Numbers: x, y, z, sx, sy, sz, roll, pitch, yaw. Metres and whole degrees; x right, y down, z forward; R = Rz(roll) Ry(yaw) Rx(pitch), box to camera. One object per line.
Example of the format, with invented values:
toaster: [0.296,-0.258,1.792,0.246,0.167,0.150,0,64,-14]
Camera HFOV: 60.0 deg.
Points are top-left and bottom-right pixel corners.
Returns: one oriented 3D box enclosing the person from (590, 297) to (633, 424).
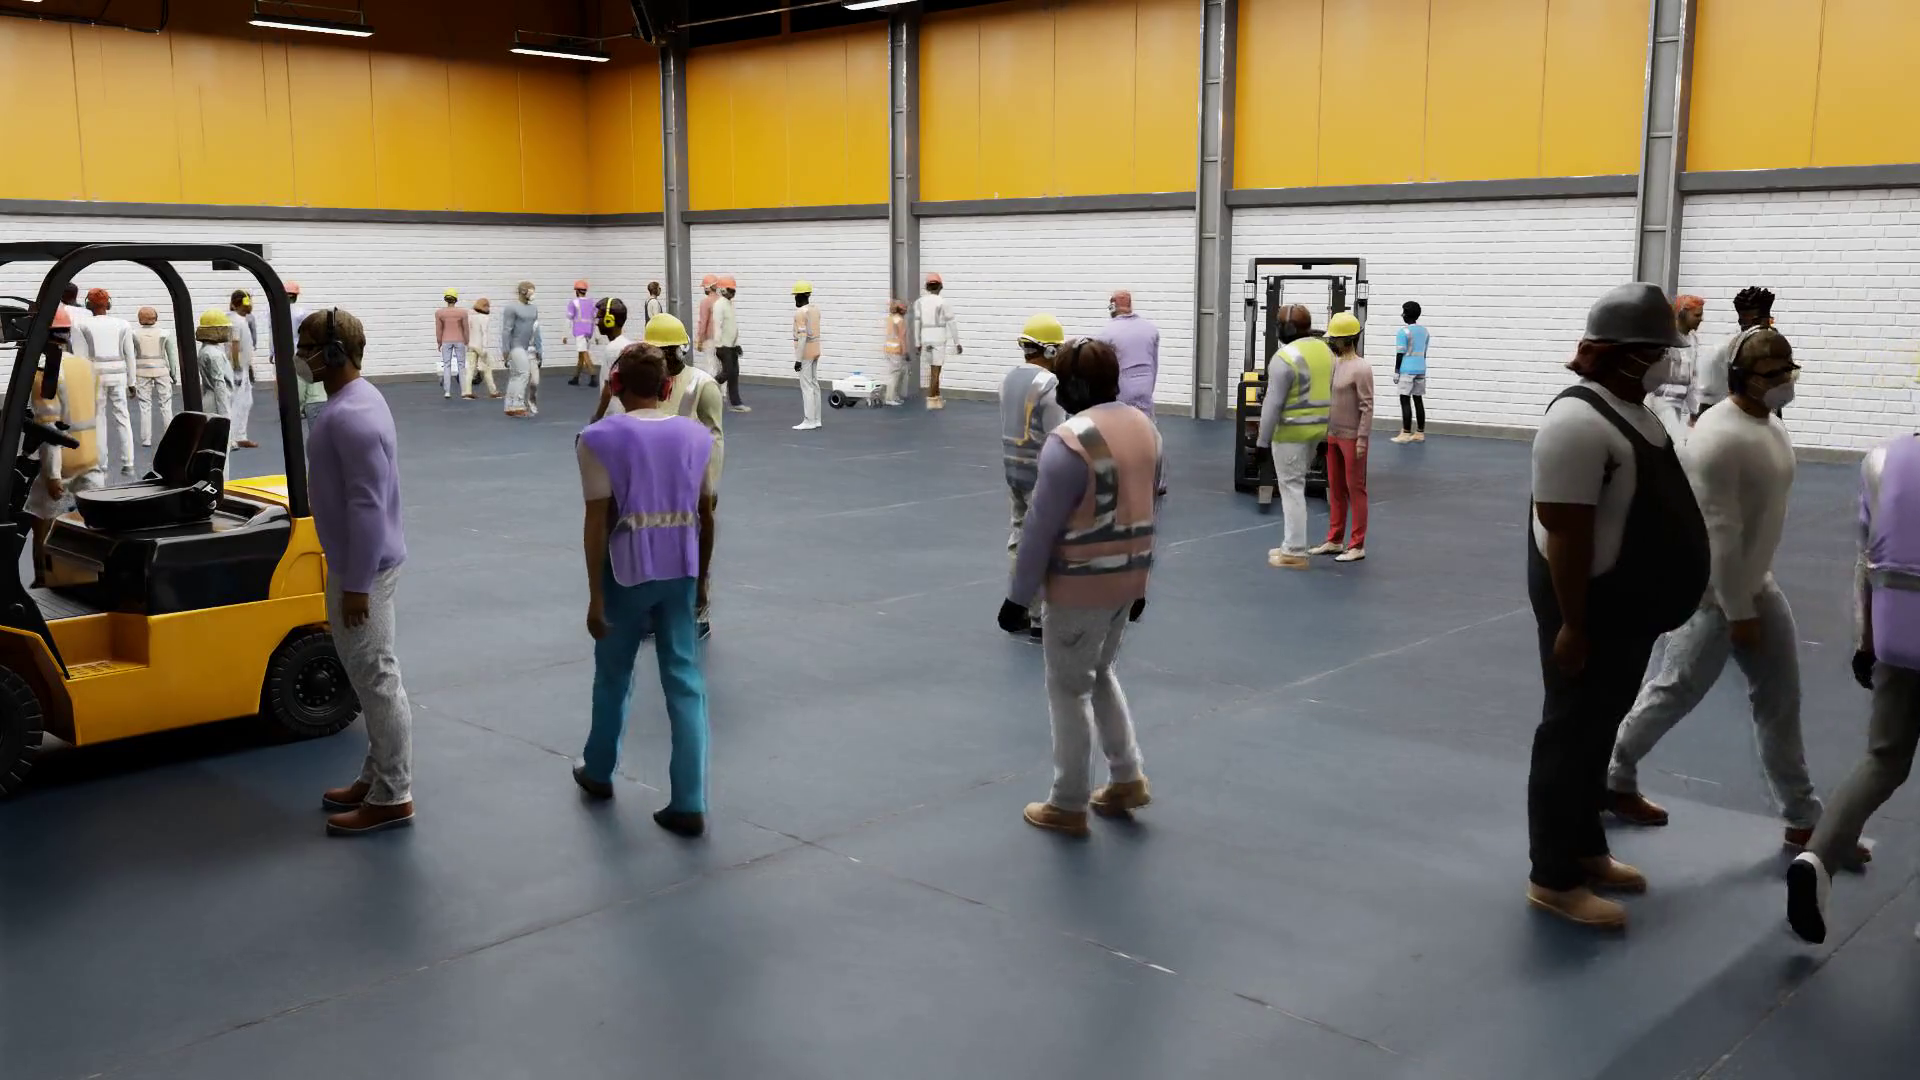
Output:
person: [-2.578,-0.851,12.307,0.384,1.859,0.527,0,9,1]

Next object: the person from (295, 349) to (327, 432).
person: [-5.892,-1.252,15.433,0.498,1.633,0.279,-3,10,-19]

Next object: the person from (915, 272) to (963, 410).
person: [-0.290,-2.916,24.500,0.665,2.015,0.764,7,12,36]

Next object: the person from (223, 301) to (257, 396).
person: [-11.773,-3.169,27.210,0.509,1.633,0.334,-4,10,-25]

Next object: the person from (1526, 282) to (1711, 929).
person: [2.104,0.192,5.334,0.536,2.000,0.688,7,11,35]

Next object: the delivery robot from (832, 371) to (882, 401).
delivery robot: [-1.528,-2.270,24.689,0.707,0.478,0.477,4,10,22]

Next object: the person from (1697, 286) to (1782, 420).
person: [4.817,-0.574,10.259,0.607,1.966,0.373,-2,9,-11]

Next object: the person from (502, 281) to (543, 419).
person: [-6.077,-2.637,23.105,0.624,1.901,0.665,3,10,15]

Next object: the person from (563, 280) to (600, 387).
person: [-6.661,-3.644,29.363,0.997,1.892,0.582,8,12,42]

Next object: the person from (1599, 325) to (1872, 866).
person: [2.726,0.179,5.926,0.650,1.888,0.985,-9,13,-43]

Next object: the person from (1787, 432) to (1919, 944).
person: [2.882,0.319,4.977,0.758,1.907,0.595,-4,10,-25]

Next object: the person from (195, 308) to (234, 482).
person: [-6.188,-1.059,13.915,0.295,1.744,0.488,-6,11,-35]

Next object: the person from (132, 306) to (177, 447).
person: [-9.420,-1.901,19.403,0.523,1.636,0.311,-4,10,-23]

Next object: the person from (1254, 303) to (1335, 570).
person: [2.269,-0.713,11.507,0.537,1.833,0.655,9,13,43]

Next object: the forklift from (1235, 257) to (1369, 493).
forklift: [3.309,-1.629,16.029,1.214,2.155,2.313,2,9,11]

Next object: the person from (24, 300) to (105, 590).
person: [-5.273,-0.487,9.951,0.954,1.904,0.558,1,9,8]

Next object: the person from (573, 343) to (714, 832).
person: [-1.202,0.159,6.305,0.597,1.783,0.956,-7,11,-36]

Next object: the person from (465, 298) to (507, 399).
person: [-7.622,-3.045,26.519,0.543,1.615,0.576,9,13,43]

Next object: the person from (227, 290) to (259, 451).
person: [-8.277,-1.944,19.100,0.347,1.835,0.674,-2,10,-14]

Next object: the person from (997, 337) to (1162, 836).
person: [0.464,0.181,6.053,0.447,1.830,0.648,7,11,35]

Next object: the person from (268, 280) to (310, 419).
person: [-9.162,-2.592,22.764,0.589,1.922,0.619,-2,9,-11]

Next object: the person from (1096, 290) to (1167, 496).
person: [1.526,-1.289,14.905,0.765,1.885,0.514,-4,10,-25]

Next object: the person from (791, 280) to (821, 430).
person: [-2.002,-2.383,21.472,0.383,1.924,0.594,3,10,17]

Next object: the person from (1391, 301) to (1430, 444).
person: [5.369,-1.994,19.806,0.534,1.691,0.320,-7,11,-36]

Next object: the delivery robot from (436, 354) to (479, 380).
delivery robot: [-8.933,-3.062,29.541,0.707,0.478,0.477,2,9,12]

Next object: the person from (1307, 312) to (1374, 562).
person: [2.726,-0.728,11.826,0.329,1.765,0.526,-3,10,-20]

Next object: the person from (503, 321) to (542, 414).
person: [-6.111,-2.521,23.244,0.545,1.630,0.456,-3,10,-19]

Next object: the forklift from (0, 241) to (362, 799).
forklift: [-3.706,-0.171,7.093,1.214,2.155,2.313,9,13,43]

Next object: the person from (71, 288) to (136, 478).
person: [-8.516,-1.562,16.568,0.345,1.882,0.584,9,13,44]

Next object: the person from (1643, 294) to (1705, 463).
person: [5.913,-1.100,13.806,0.574,1.865,0.465,-9,13,-43]

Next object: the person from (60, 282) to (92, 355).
person: [-11.010,-2.233,20.598,0.592,1.904,0.632,1,9,6]

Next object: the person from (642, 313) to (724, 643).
person: [-1.599,-0.335,9.211,0.600,1.827,0.404,4,10,25]

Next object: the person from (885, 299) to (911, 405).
person: [-0.932,-2.839,25.237,0.505,1.616,0.532,-3,10,-18]

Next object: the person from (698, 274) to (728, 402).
person: [-3.836,-3.119,25.803,0.406,1.987,0.617,5,11,30]

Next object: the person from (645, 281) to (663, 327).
person: [-5.451,-3.695,29.763,0.337,1.846,0.514,-5,10,-27]

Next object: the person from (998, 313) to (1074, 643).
person: [0.445,-0.344,9.286,0.403,1.827,0.592,-5,10,-26]

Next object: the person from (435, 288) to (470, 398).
person: [-8.153,-3.165,26.758,0.525,1.769,0.316,-2,9,-10]

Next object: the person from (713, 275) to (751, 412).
person: [-3.390,-2.829,24.043,0.659,1.978,0.644,2,9,12]

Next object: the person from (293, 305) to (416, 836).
person: [-2.225,0.112,6.140,0.352,1.937,0.635,-4,10,-21]
